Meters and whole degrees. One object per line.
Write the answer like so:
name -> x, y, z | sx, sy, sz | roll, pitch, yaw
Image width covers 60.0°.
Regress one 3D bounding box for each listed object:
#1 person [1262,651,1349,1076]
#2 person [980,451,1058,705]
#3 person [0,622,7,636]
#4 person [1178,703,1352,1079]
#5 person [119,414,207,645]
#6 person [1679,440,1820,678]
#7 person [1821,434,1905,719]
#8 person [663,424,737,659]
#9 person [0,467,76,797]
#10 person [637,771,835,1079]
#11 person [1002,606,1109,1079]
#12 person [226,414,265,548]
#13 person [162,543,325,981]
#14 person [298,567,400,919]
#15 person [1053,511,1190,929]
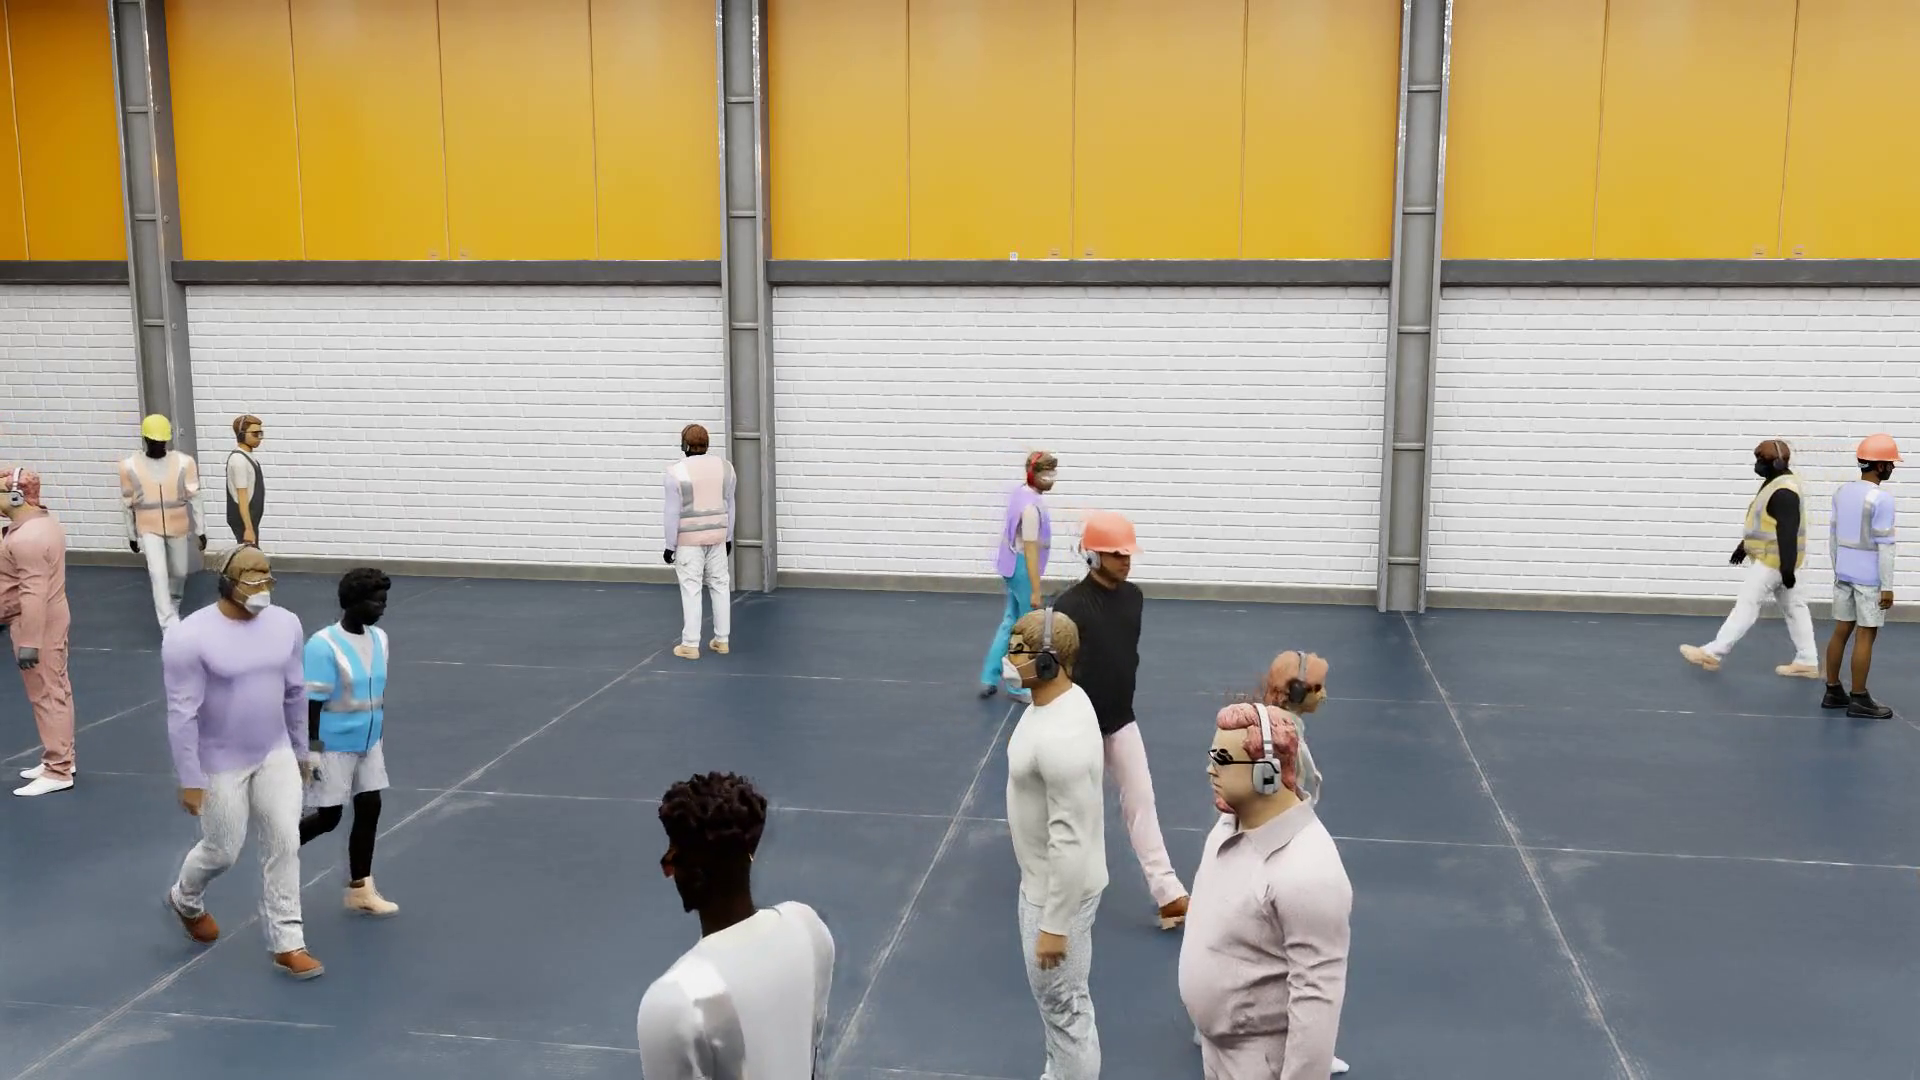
person -> 1.253, 1.214, 6.340 | 0.667, 1.611, 0.513 | 0, 9, 2
person -> 0.391, 0.265, 11.601 | 0.572, 1.804, 0.651 | 0, 9, -3
person -> -7.927, -0.045, 13.121 | 0.463, 1.924, 0.566 | 2, 9, 10
person -> 0.781, 1.368, 4.474 | 0.401, 1.906, 0.649 | -2, 9, -10
person -> -6.594, -0.121, 13.763 | 0.599, 1.890, 0.888 | -5, 11, -30
person -> 5.981, 0.137, 12.423 | 0.989, 1.780, 0.641 | 5, 10, 27
person -> 6.165, 0.242, 11.322 | 0.356, 1.936, 0.551 | -1, 9, -9
person -> -2.055, 0.007, 13.067 | 0.619, 1.845, 0.430 | -7, 11, -37
person -> -5.398, 0.524, 9.672 | 0.402, 1.911, 0.639 | -3, 10, -20
person -> -0.487, 1.466, 3.788 | 0.856, 1.939, 0.613 | 6, 11, 32
person -> 0.305, 1.175, 5.564 | 0.379, 1.940, 0.629 | 0, 9, 0
person -> -5.931, -0.126, 13.881 | 0.342, 1.842, 0.506 | -3, 10, -19
person -> -3.149, 0.936, 7.180 | 0.828, 1.909, 0.663 | 6, 11, 34
person -> -2.956, 0.942, 7.816 | 0.613, 1.661, 0.590 | 4, 10, 21
person -> 0.688, 0.833, 7.662 | 0.650, 1.935, 1.028 | -8, 12, -41
